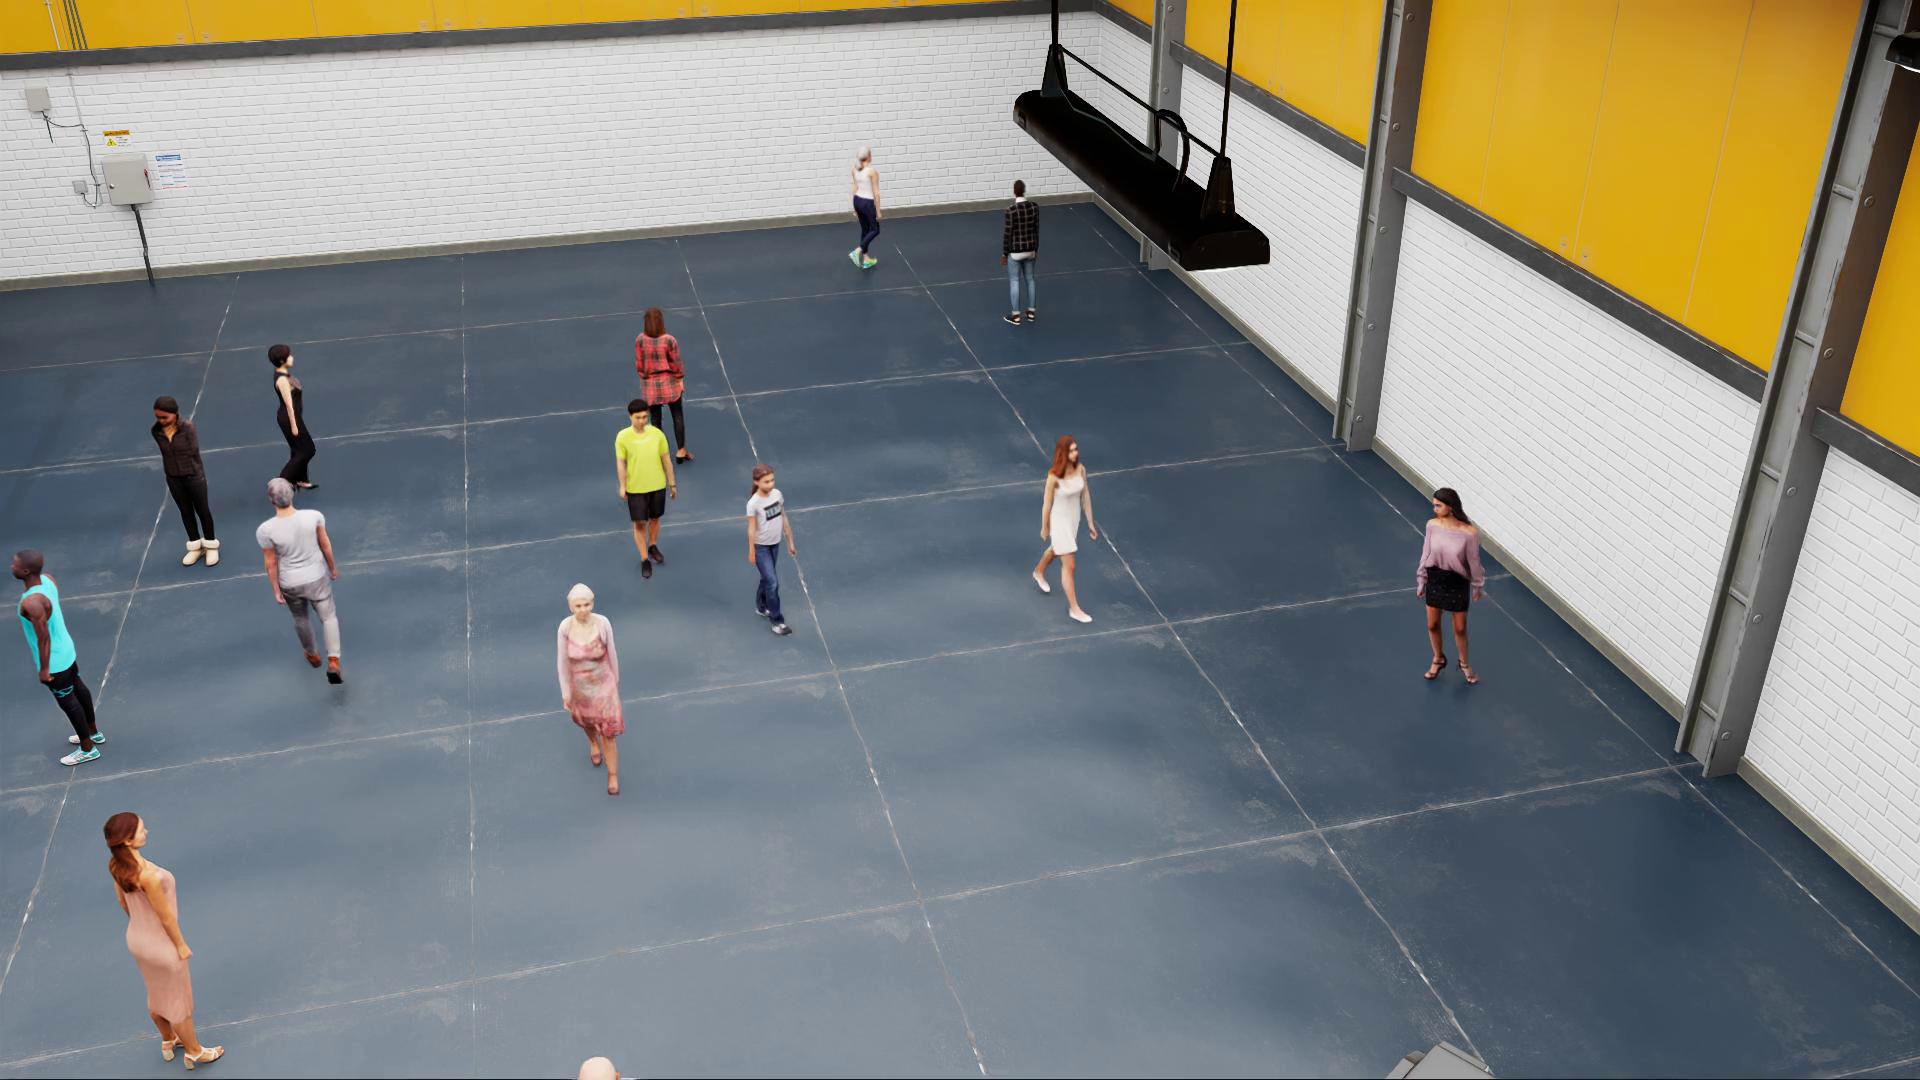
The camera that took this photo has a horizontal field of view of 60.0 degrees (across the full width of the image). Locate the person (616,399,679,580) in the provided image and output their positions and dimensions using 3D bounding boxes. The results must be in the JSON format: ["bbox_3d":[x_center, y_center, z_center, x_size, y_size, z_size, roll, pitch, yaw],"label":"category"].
[{"bbox_3d":[-2.923,-0.555,15.354,0.716,1.692,0.873,-12,31,-21],"label":"person"}]

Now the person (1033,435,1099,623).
[{"bbox_3d":[0.866,-0.171,14.668,0.855,1.675,1.203,-20,34,-31],"label":"person"}]

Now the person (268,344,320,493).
[{"bbox_3d":[-6.747,-1.171,16.589,0.714,1.589,0.626,-14,31,-23],"label":"person"}]

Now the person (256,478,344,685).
[{"bbox_3d":[-5.319,0.362,13.551,0.854,1.808,1.172,-14,32,-24],"label":"person"}]

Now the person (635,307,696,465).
[{"bbox_3d":[-3.076,-1.604,17.263,0.778,1.705,0.724,6,29,11],"label":"person"}]

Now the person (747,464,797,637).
[{"bbox_3d":[-1.727,0.018,14.455,0.902,1.547,0.794,21,35,33],"label":"person"}]

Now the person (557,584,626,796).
[{"bbox_3d":[-2.787,1.040,12.467,0.606,1.657,1.036,-6,29,-11],"label":"person"}]

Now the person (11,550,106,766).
[{"bbox_3d":[-6.849,0.870,12.617,0.682,1.811,0.468,-5,29,-9],"label":"person"}]

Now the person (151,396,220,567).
[{"bbox_3d":[-7.192,-0.588,15.448,0.677,1.659,0.618,-7,29,-13],"label":"person"}]

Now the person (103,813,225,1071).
[{"bbox_3d":[-4.761,2.379,9.829,0.653,1.832,0.720,17,33,28],"label":"person"}]

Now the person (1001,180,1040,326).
[{"bbox_3d":[0.773,-3.604,20.809,0.701,1.820,0.616,-12,31,-21],"label":"person"}]

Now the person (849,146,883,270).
[{"bbox_3d":[-1.333,-4.456,22.509,0.903,1.688,0.928,21,35,34],"label":"person"}]

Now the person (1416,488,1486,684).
[{"bbox_3d":[4.018,0.393,13.531,0.829,1.774,0.902,10,30,18],"label":"person"}]
